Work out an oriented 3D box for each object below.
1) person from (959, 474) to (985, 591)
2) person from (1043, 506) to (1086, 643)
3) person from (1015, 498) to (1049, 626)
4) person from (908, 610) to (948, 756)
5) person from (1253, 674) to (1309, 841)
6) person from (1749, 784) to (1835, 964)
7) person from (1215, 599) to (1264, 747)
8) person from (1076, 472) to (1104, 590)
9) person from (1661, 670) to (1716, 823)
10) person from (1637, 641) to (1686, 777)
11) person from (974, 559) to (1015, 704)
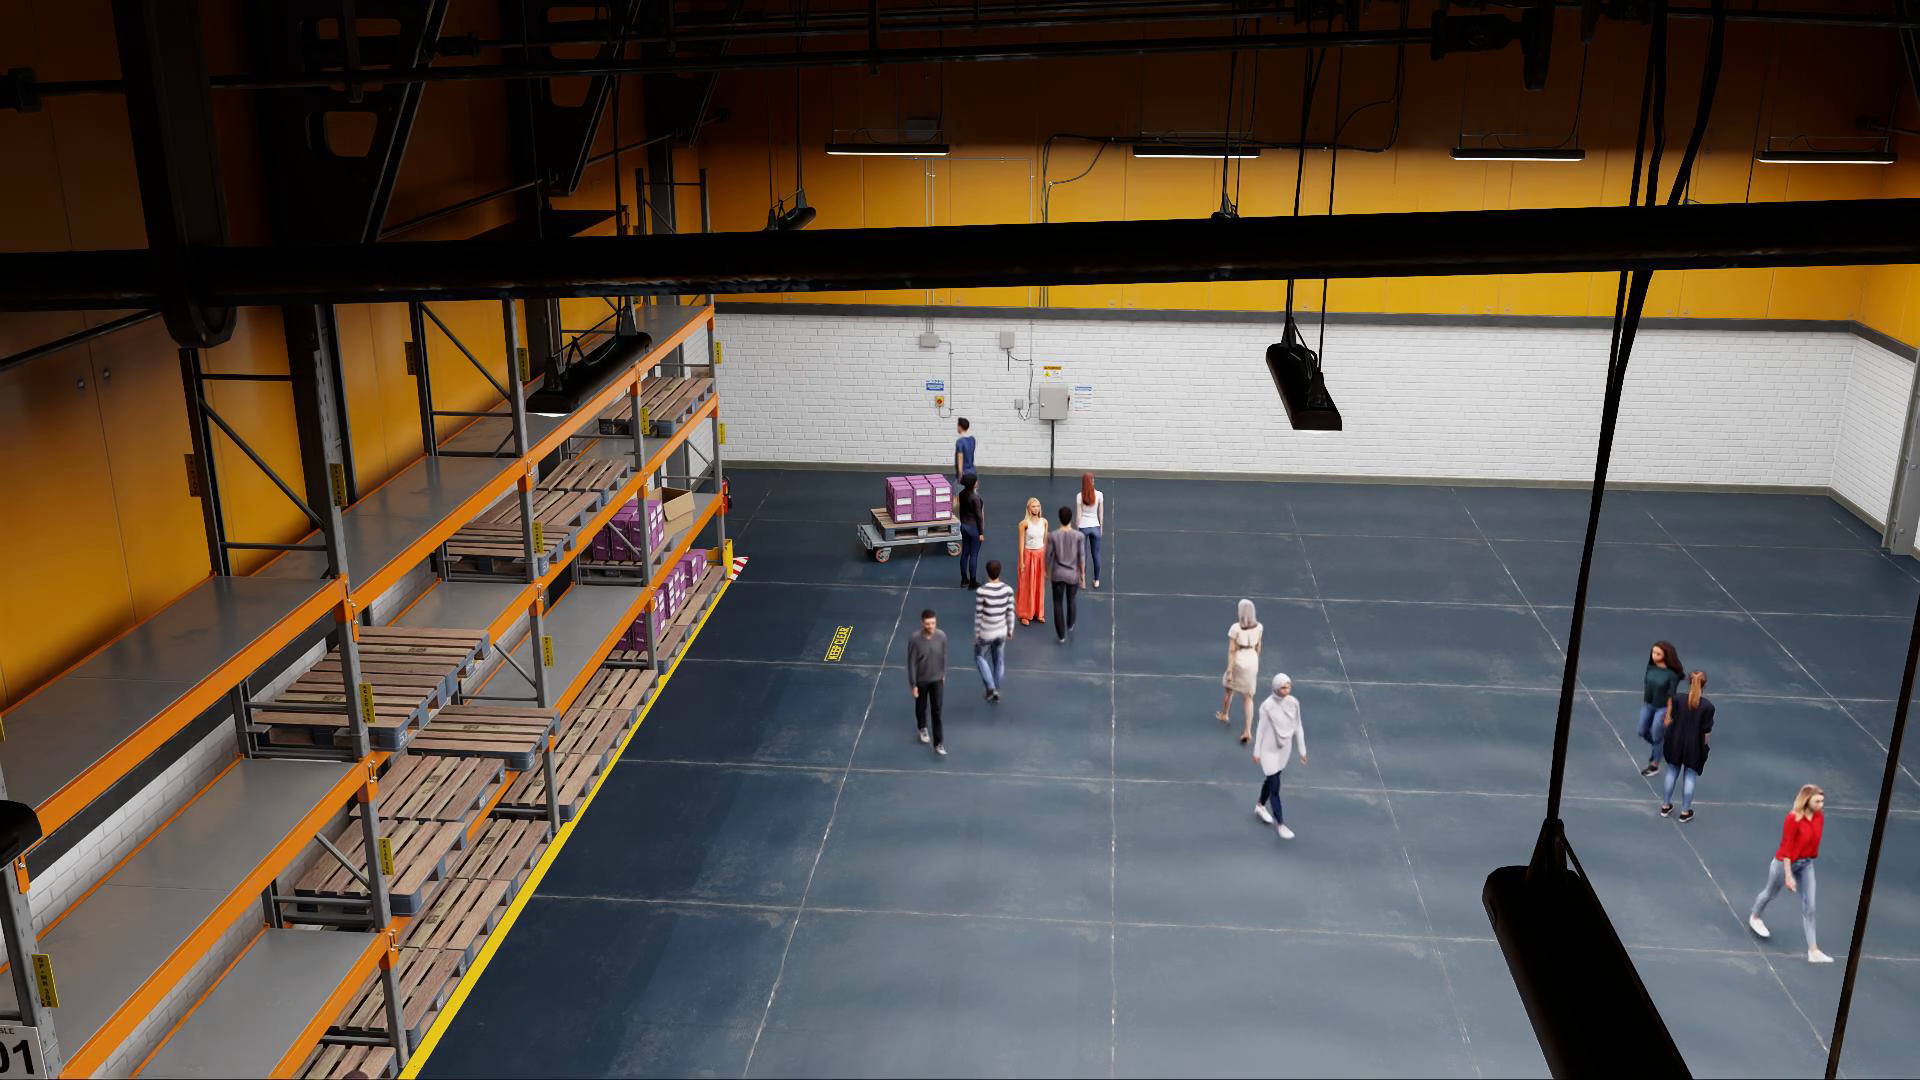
[{"bbox_3d":[0.154,-0.134,24.265,0.770,1.746,0.702,-14,23,-35],"label":"person"},{"bbox_3d":[1.403,0.485,22.306,0.752,1.823,1.009,0,19,1],"label":"person"},{"bbox_3d":[0.999,0.279,22.950,0.729,1.803,0.753,-10,21,-26],"label":"person"},{"bbox_3d":[-0.389,1.590,19.196,0.857,1.713,1.184,-4,19,-13],"label":"person"},{"bbox_3d":[3.256,2.186,17.379,0.937,1.743,1.145,-8,20,-22],"label":"person"},{"bbox_3d":[7.540,2.972,15.190,0.913,1.651,1.232,-5,19,-15],"label":"person"},{"bbox_3d":[3.331,1.561,19.293,0.862,1.707,1.094,-6,19,-16],"label":"person"},{"bbox_3d":[1.880,-0.140,24.292,0.612,1.740,0.596,-3,19,-9],"label":"person"},{"bbox_3d":[7.662,2.160,17.551,0.721,1.683,0.739,14,23,36],"label":"person"},{"bbox_3d":[7.852,1.866,18.552,0.827,1.602,0.773,-10,21,-28],"label":"person"},{"bbox_3d":[0.421,1.161,20.280,0.812,1.835,0.869,-6,19,-17],"label":"person"}]
